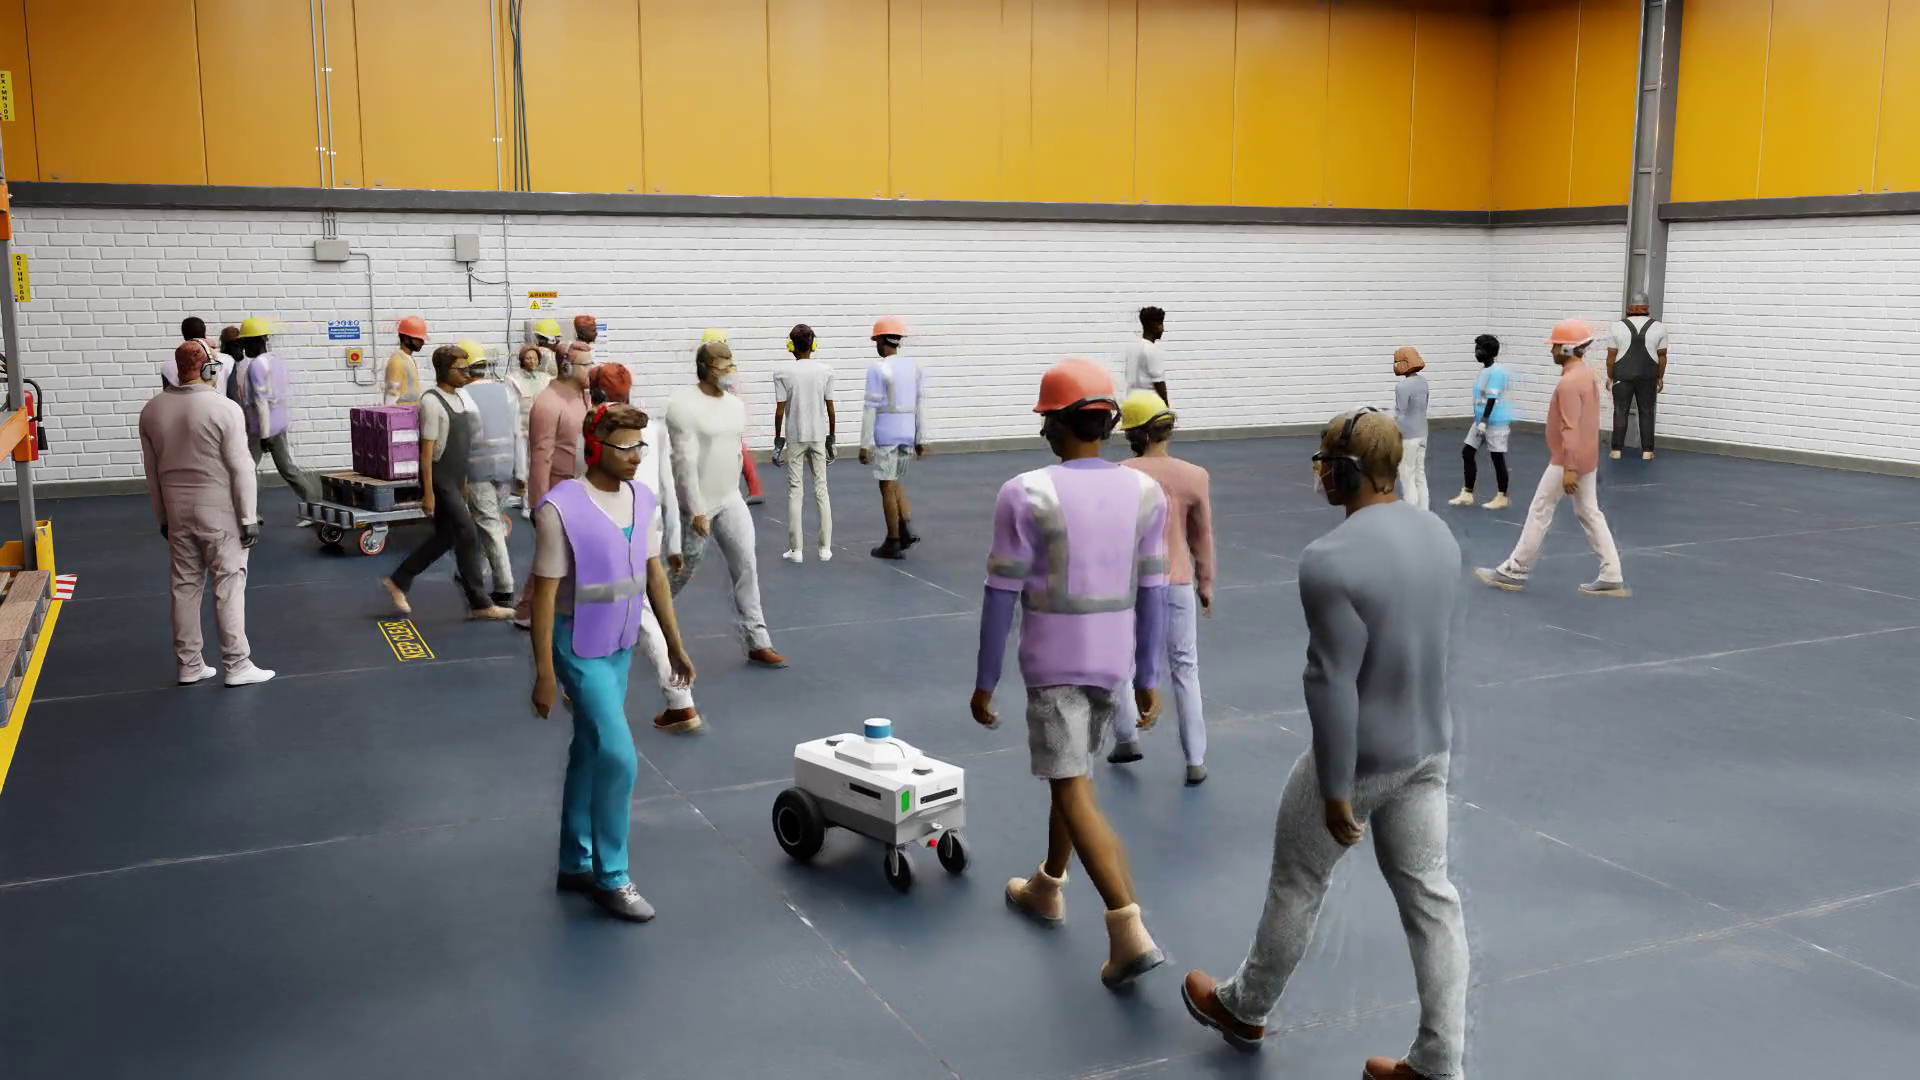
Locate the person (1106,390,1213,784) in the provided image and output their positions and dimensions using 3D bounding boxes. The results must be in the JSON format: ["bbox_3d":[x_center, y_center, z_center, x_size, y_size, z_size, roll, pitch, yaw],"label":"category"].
[{"bbox_3d":[0.856,0.214,7.405,0.597,1.735,0.530,-2,9,-12],"label":"person"}]

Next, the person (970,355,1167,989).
[{"bbox_3d":[0.401,0.408,5.400,0.650,2.002,1.012,-5,10,-28],"label":"person"}]

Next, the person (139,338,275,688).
[{"bbox_3d":[-4.097,-0.141,9.077,0.645,1.908,0.408,2,9,14],"label":"person"}]

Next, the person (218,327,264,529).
[{"bbox_3d":[-6.374,-0.983,14.695,0.646,1.785,0.951,-9,13,-44],"label":"person"}]

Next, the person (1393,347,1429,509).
[{"bbox_3d":[3.911,-0.867,14.474,0.310,1.624,0.494,8,12,42],"label":"person"}]

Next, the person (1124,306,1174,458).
[{"bbox_3d":[1.813,-1.255,15.877,0.533,1.947,0.622,-2,9,-11],"label":"person"}]

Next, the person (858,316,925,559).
[{"bbox_3d":[-0.568,-0.810,13.174,0.414,1.917,0.599,8,12,40],"label":"person"}]

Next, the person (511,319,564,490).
[{"bbox_3d":[-4.186,-1.300,16.615,0.741,1.806,0.597,-8,12,-41],"label":"person"}]

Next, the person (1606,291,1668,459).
[{"bbox_3d":[8.205,-2.005,20.222,0.688,2.000,0.535,3,10,18],"label":"person"}]

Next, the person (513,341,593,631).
[{"bbox_3d":[-2.369,-0.300,10.271,1.041,1.851,0.660,2,9,11],"label":"person"}]

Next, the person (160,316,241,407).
[{"bbox_3d":[-6.355,-0.925,13.974,0.603,1.896,0.670,-3,10,-21],"label":"person"}]

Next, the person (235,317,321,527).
[{"bbox_3d":[-6.069,-1.000,14.600,0.980,1.895,0.592,0,9,-2],"label":"person"}]

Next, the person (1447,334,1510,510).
[{"bbox_3d":[4.944,-1.110,15.796,0.663,1.667,0.541,-1,9,-4],"label":"person"}]

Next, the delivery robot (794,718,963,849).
[{"bbox_3d":[-0.312,0.926,6.348,0.477,0.478,0.707,-8,12,-42],"label":"delivery robot"}]

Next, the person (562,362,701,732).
[{"bbox_3d":[-1.659,0.030,8.287,1.003,1.831,0.583,6,11,31],"label":"person"}]

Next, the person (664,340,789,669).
[{"bbox_3d":[-1.479,-0.216,9.624,1.037,1.893,0.620,7,12,38],"label":"person"}]

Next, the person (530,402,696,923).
[{"bbox_3d":[-1.224,0.420,5.869,0.645,1.810,0.597,3,10,20],"label":"person"}]

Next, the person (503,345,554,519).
[{"bbox_3d":[-3.846,-0.950,15.050,0.520,1.603,0.808,-5,10,-29],"label":"person"}]

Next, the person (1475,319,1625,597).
[{"bbox_3d":[4.232,-0.576,11.685,1.000,1.937,0.636,7,12,37],"label":"person"}]

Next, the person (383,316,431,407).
[{"bbox_3d":[-5.082,-1.101,15.171,1.029,1.870,0.599,-2,9,-10],"label":"person"}]

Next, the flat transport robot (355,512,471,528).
[{"bbox_3d":[-5.061,-0.307,15.162,1.431,0.197,0.652,-8,12,-42],"label":"flat transport robot"}]

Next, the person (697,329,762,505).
[{"bbox_3d":[-2.314,-1.151,15.925,0.921,1.710,0.525,-4,10,-23],"label":"person"}]

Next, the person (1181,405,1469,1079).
[{"bbox_3d":[1.064,0.576,4.640,0.645,1.895,0.952,-7,11,-36],"label":"person"}]

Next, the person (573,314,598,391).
[{"bbox_3d":[-3.821,-1.330,16.636,0.933,1.854,0.576,2,9,13],"label":"person"}]

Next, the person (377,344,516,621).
[{"bbox_3d":[-3.379,-0.362,10.763,0.881,1.813,0.522,0,9,3],"label":"person"}]

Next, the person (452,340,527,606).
[{"bbox_3d":[-3.352,-0.459,11.391,0.852,1.791,0.590,6,11,31],"label":"person"}]

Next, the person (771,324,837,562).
[{"bbox_3d":[-1.219,-0.753,13.009,0.517,1.865,0.328,-3,10,-17],"label":"person"}]
